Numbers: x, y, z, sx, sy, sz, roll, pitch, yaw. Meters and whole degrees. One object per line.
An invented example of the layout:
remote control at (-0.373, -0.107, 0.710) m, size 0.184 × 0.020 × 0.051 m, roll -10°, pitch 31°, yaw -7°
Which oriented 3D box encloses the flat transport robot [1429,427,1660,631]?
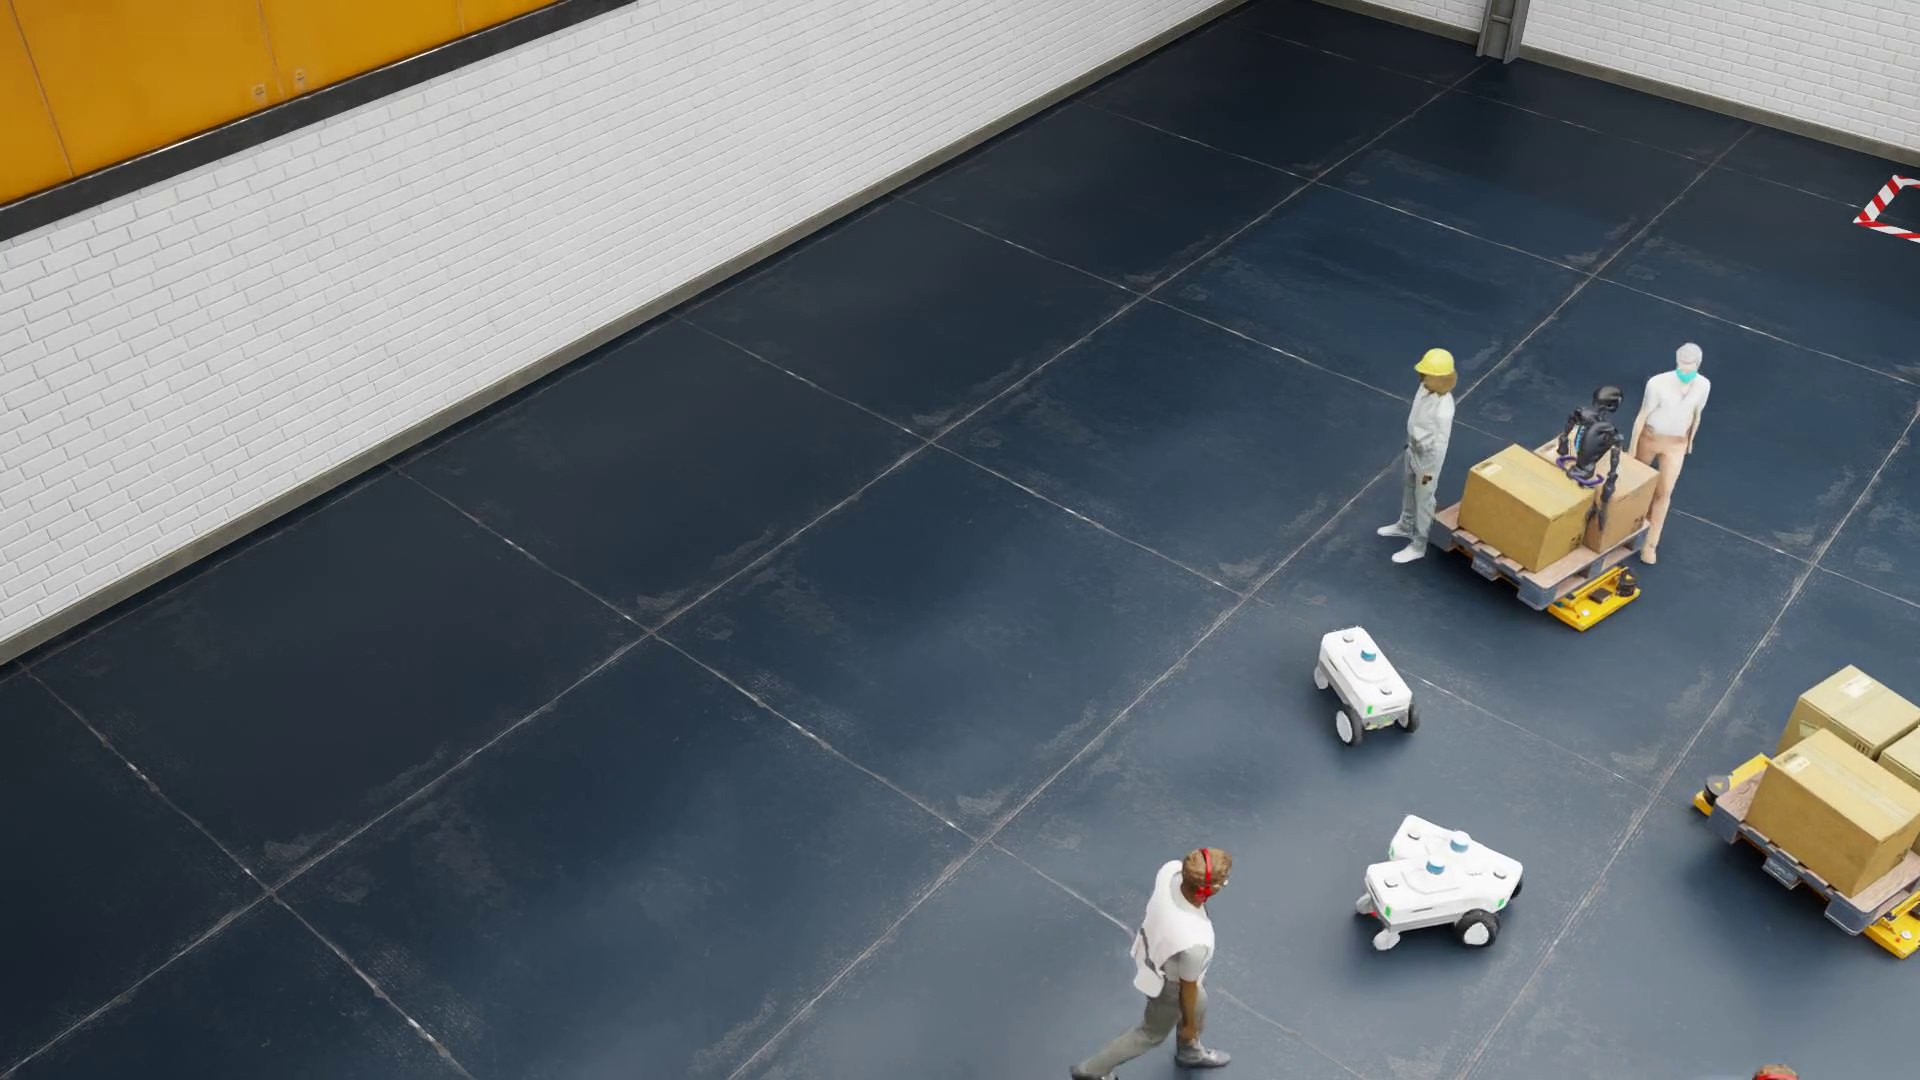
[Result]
flat transport robot at (4.175, 0.106, 12.154) m, size 0.659 × 0.231 × 1.431 m, roll -25°, pitch 45°, yaw -28°

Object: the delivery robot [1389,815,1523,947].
delivery robot at (2.876, 1.938, 9.656) m, size 0.784 × 0.599 × 0.499 m, roll 23°, pitch 44°, yaw 26°

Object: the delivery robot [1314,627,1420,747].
delivery robot at (2.648, 0.935, 10.890) m, size 0.499 × 0.586 × 0.773 m, roll -11°, pitch 40°, yaw -13°

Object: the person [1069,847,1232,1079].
person at (1.004, 2.183, 8.353) m, size 0.841 × 1.800 × 0.600 m, roll -2°, pitch 39°, yaw -2°

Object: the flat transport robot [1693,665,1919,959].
flat transport robot at (5.232, 1.843, 9.999) m, size 0.659 × 0.231 × 1.431 m, roll -22°, pitch 44°, yaw -25°

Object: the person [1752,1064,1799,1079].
person at (3.390, 2.976, 7.360) m, size 0.558 × 1.808 × 0.843 m, roll 5°, pitch 39°, yaw 7°

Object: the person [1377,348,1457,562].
person at (3.285, -0.613, 11.873) m, size 0.320 × 1.740 × 0.491 m, roll -3°, pitch 39°, yaw -3°

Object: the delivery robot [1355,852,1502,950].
delivery robot at (2.709, 2.032, 9.552) m, size 0.815 × 0.614 × 0.499 m, roll -7°, pitch 39°, yaw -9°

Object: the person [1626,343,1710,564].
person at (5.089, -0.747, 12.077) m, size 0.493 × 1.698 × 0.885 m, roll 2°, pitch 39°, yaw 3°

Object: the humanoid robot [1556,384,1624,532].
humanoid robot at (4.297, -0.362, 11.622) m, size 0.391 × 1.646 × 0.600 m, roll -14°, pitch 41°, yaw -17°
